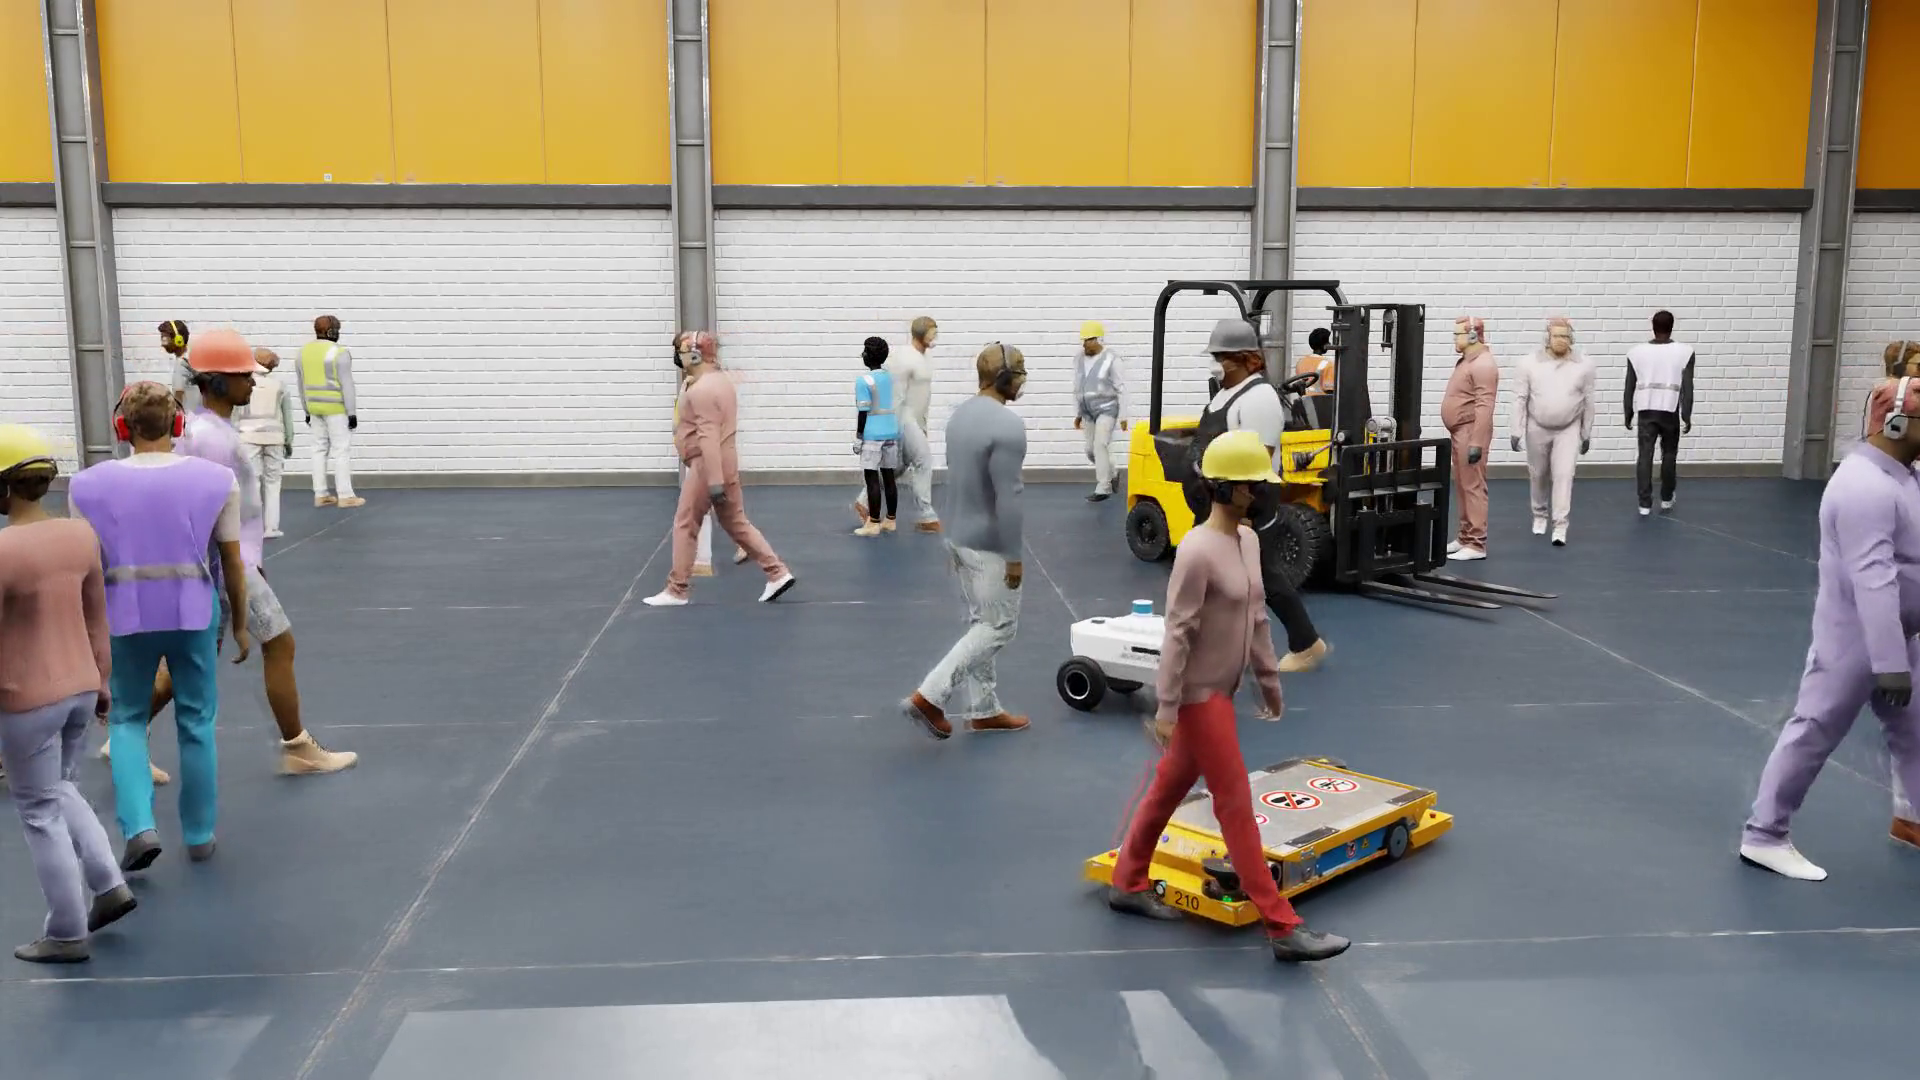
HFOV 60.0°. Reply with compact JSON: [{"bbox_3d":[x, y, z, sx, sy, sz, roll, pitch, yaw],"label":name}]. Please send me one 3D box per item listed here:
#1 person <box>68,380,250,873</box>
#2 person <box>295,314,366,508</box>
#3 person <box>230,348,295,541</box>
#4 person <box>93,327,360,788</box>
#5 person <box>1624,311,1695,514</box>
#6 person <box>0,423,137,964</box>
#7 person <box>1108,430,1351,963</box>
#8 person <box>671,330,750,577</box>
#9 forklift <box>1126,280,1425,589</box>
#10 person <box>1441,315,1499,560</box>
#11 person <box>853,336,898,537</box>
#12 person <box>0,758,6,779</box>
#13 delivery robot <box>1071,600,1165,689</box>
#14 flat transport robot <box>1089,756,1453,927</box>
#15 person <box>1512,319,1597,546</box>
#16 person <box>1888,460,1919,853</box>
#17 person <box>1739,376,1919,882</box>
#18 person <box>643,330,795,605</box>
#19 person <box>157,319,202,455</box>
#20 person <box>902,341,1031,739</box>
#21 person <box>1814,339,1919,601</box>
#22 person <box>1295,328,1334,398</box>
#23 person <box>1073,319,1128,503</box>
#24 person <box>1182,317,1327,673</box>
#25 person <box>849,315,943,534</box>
[{"bbox_3d":[-2.930,0.329,6.141,0.571,1.835,0.518,-4,10,-25],"label":"person"},{"bbox_3d":[-6.008,-1.229,15.899,0.633,1.841,0.429,4,10,22],"label":"person"},{"bbox_3d":[-5.833,-0.790,13.872,0.583,1.612,0.421,-6,11,-35],"label":"person"},{"bbox_3d":[-3.228,0.088,7.155,1.013,2.005,0.611,-5,10,-30],"label":"person"},{"bbox_3d":[6.568,-1.205,15.650,0.602,1.869,0.959,5,10,26],"label":"person"},{"bbox_3d":[-2.956,0.504,5.314,0.367,1.753,0.524,2,9,11],"label":"person"},{"bbox_3d":[0.873,0.496,5.460,0.918,1.712,0.542,5,10,28],"label":"person"},{"bbox_3d":[-1.819,-0.635,12.248,0.590,1.820,0.669,-1,9,-5],"label":"person"},{"bbox_3d":[2.301,-0.860,12.475,1.214,2.155,2.313,-6,11,-35],"label":"forklift"},{"bbox_3d":[3.950,-0.795,12.978,0.402,1.904,0.652,1,9,5],"label":"person"},{"bbox_3d":[-0.711,-0.874,14.113,0.317,1.700,0.537,6,11,34],"label":"person"},{"bbox_3d":[-4.557,0.135,7.038,1.044,1.936,0.605,1,9,9],"label":"person"},{"bbox_3d":[0.928,0.549,8.468,0.707,0.478,0.477,6,11,35],"label":"delivery robot"},{"bbox_3d":[1.202,1.090,6.254,1.431,0.197,0.652,-9,13,-44],"label":"flat transport robot"},{"bbox_3d":[4.950,-0.906,13.883,0.642,1.850,1.028,3,10,20],"label":"person"},{"bbox_3d":[3.831,0.235,6.376,0.611,1.947,0.399,-8,12,-40],"label":"person"},{"bbox_3d":[3.309,0.359,5.876,0.990,1.852,0.678,8,12,40],"label":"person"},{"bbox_3d":[-1.601,-0.471,11.119,0.977,1.862,0.659,1,9,6],"label":"person"},{"bbox_3d":[-6.559,-0.934,14.055,0.476,1.844,0.502,-3,10,-20],"label":"person"},{"bbox_3d":[0.050,0.027,7.794,0.625,1.918,0.668,-4,10,-25],"label":"person"},{"bbox_3d":[5.836,-0.352,10.466,0.712,1.830,0.524,8,12,43],"label":"person"},{"bbox_3d":[3.583,-1.296,16.806,0.321,1.690,0.529,-6,11,-31],"label":"person"},{"bbox_3d":[1.406,-1.266,16.270,0.670,1.799,0.611,-8,12,-41],"label":"person"},{"bbox_3d":[1.587,-0.259,9.182,0.991,2.000,0.688,-2,9,-12],"label":"person"},{"bbox_3d":[-0.525,-1.003,14.372,0.970,1.891,0.636,3,9,16],"label":"person"}]
